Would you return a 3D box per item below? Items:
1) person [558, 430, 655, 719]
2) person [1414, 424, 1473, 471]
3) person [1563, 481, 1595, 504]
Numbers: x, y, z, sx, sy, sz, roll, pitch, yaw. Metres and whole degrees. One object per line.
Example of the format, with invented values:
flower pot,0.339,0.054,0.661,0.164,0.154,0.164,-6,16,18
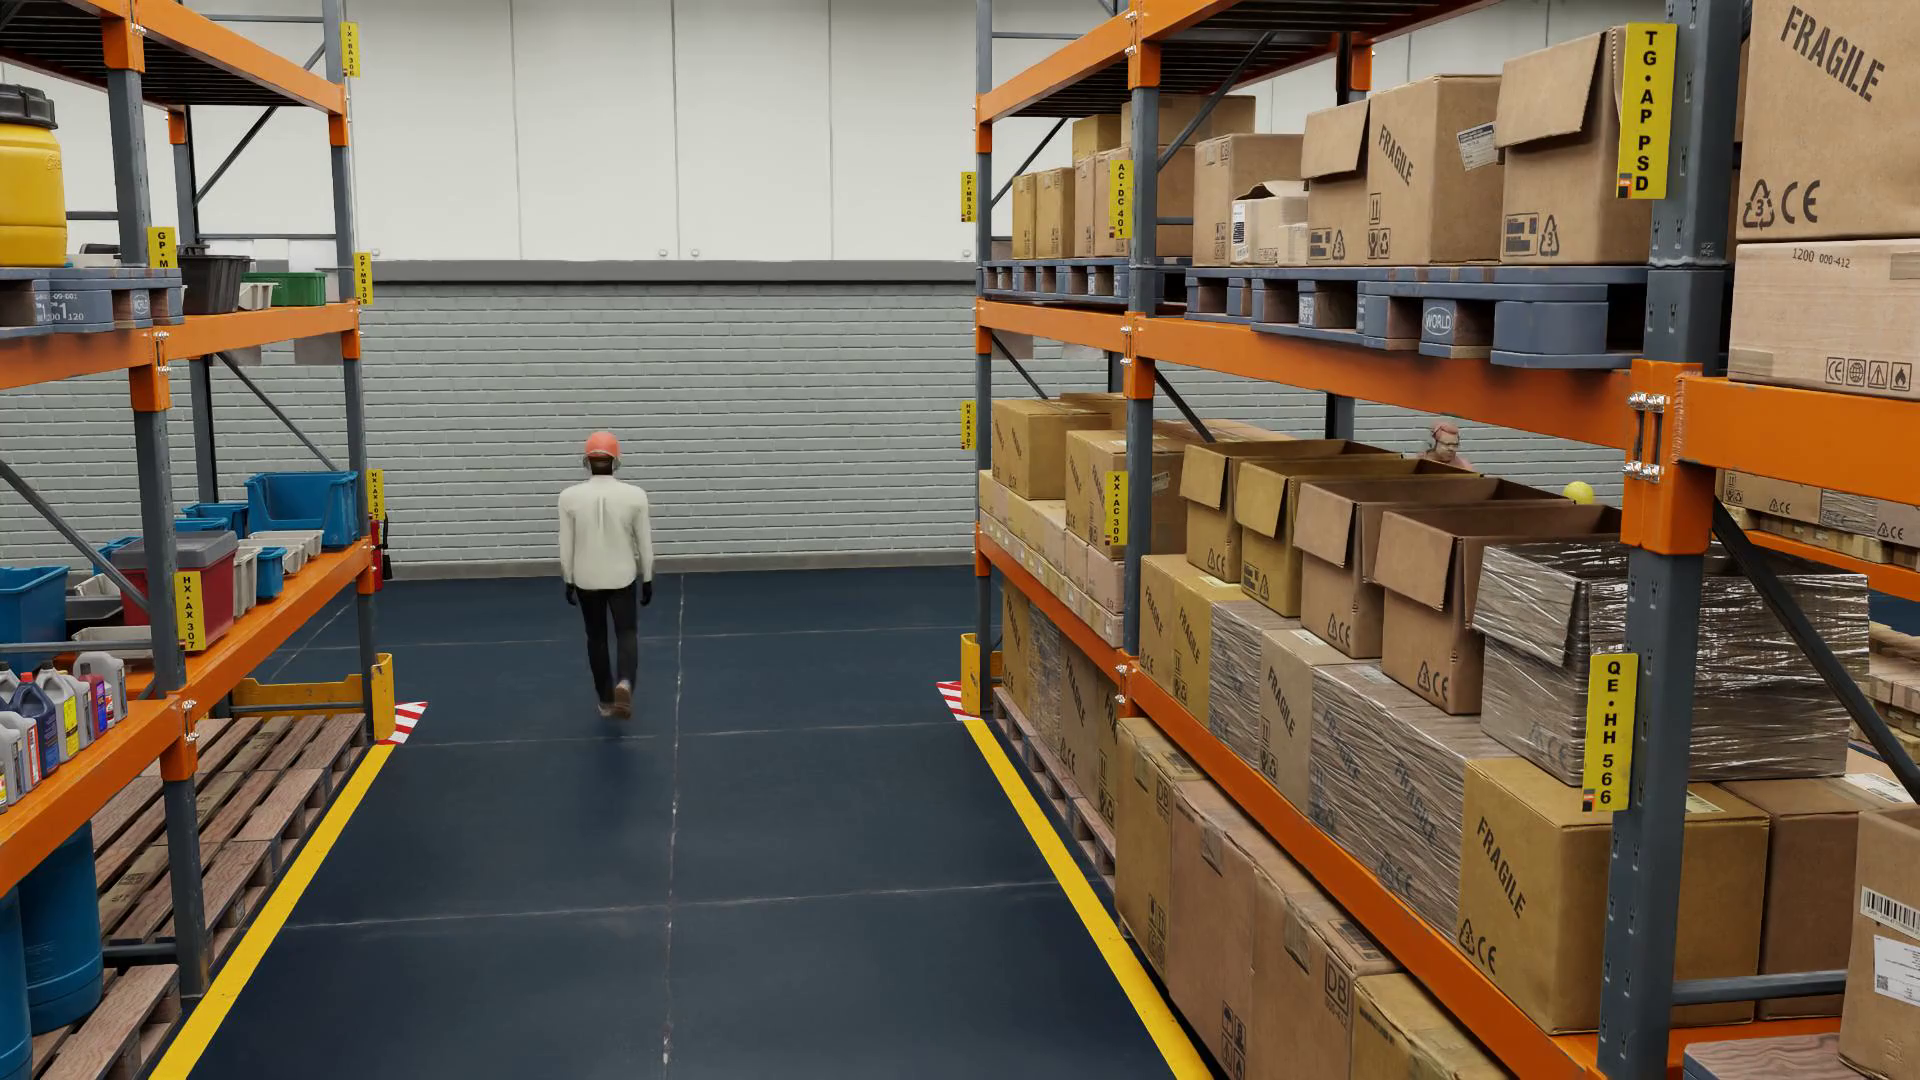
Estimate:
person,-2.365,0.258,11.141,0.622,1.971,0.689,-2,9,-10
person,3.608,0.047,12.728,0.689,1.862,0.883,0,9,-1
person,3.790,0.505,10.300,0.492,1.741,0.318,0,9,-2
